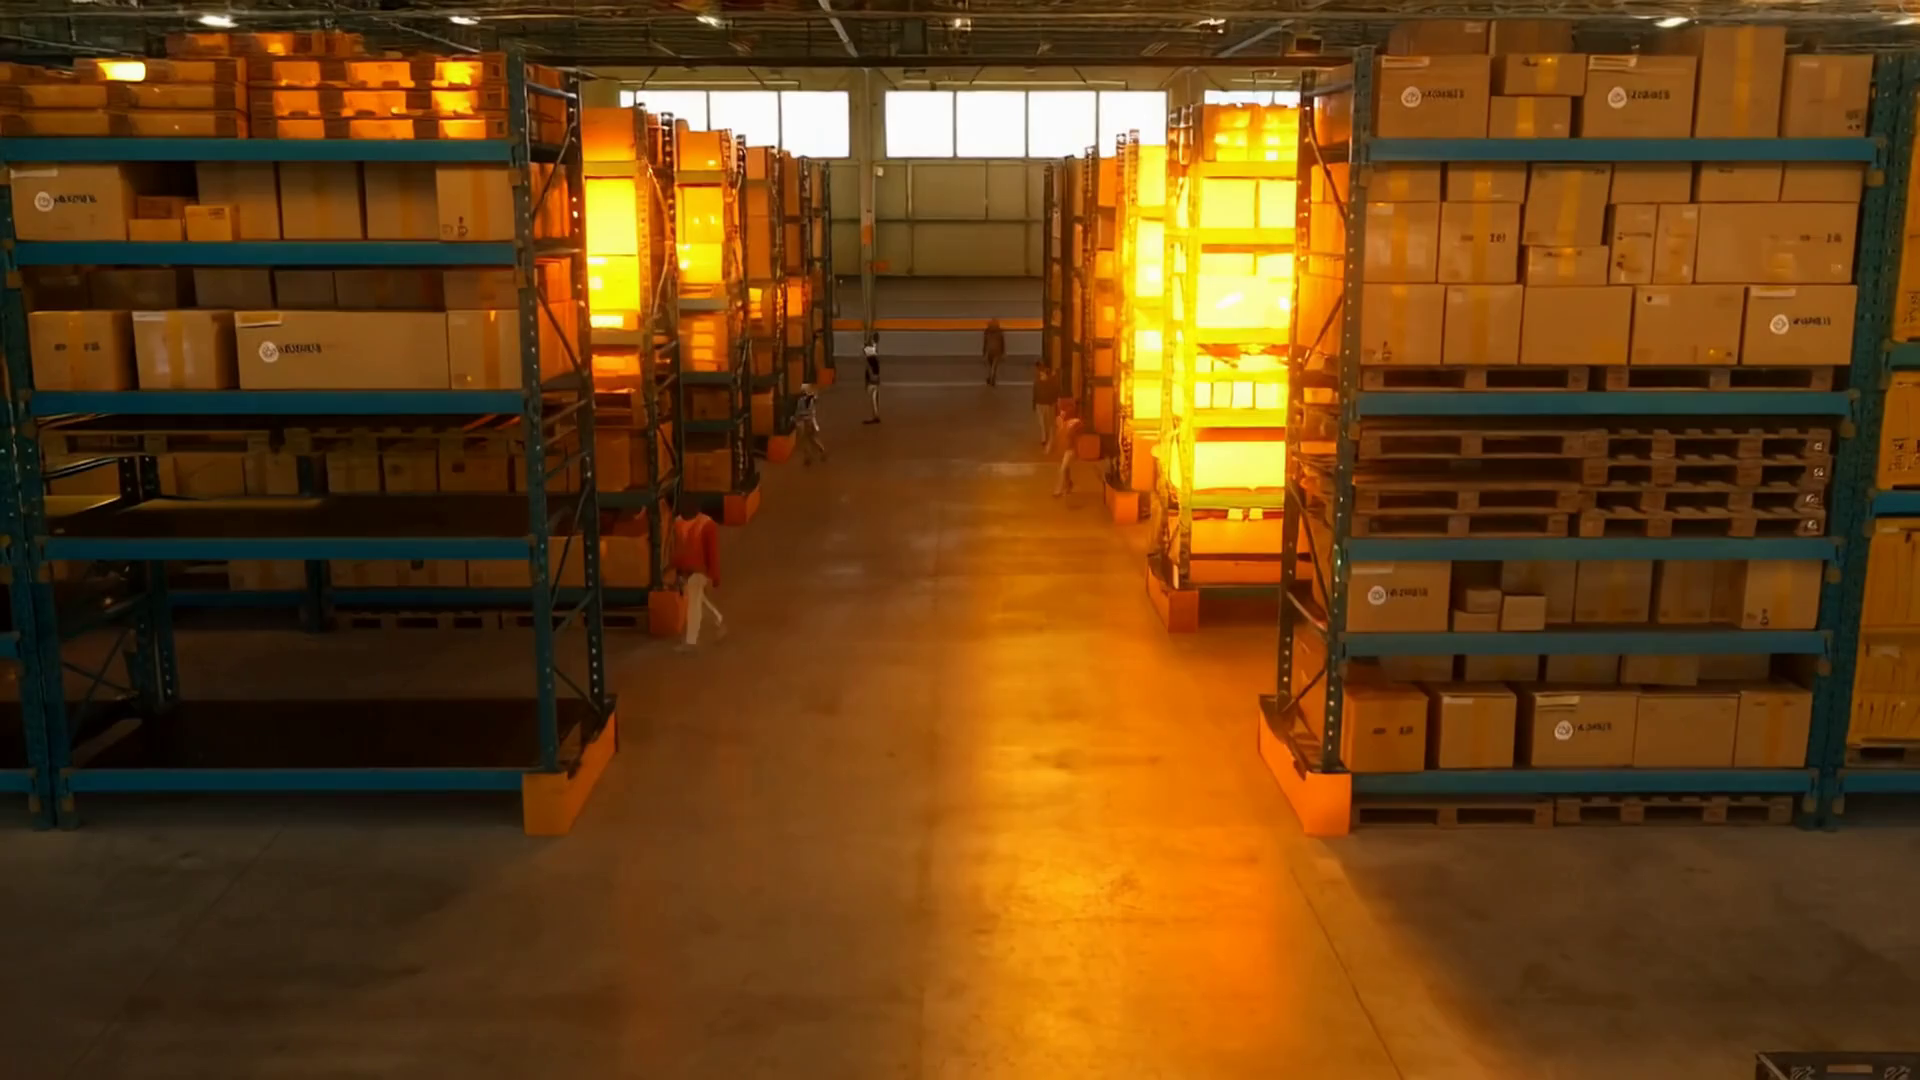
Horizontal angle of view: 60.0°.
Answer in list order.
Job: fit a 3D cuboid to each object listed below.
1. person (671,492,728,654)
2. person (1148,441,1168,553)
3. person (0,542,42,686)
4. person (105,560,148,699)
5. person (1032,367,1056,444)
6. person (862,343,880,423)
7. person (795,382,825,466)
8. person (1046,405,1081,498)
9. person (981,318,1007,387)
[{"bbox_3d":[-2.949,0.328,18.765,0.627,1.809,0.819,9,15,39],"label":"person"},{"bbox_3d":[2.850,-0.615,23.853,0.285,1.631,0.501,-1,11,-3],"label":"person"},{"bbox_3d":[-9.812,0.562,17.339,0.408,1.906,0.653,-9,15,-39],"label":"person"},{"bbox_3d":[-8.295,0.834,16.511,0.315,1.695,0.541,-11,16,-43],"label":"person"},{"bbox_3d":[1.761,-2.831,34.878,0.504,1.620,0.477,0,11,-2],"label":"person"},{"bbox_3d":[-2.031,-3.586,38.044,0.395,1.847,0.564,5,12,24],"label":"person"},{"bbox_3d":[-2.896,-2.238,31.940,0.543,1.611,0.502,6,13,27],"label":"person"},{"bbox_3d":[1.790,-1.536,28.535,0.578,1.584,0.837,7,13,30],"label":"person"},{"bbox_3d":[0.961,-5.188,45.927,0.661,1.877,0.852,4,12,20],"label":"person"}]
